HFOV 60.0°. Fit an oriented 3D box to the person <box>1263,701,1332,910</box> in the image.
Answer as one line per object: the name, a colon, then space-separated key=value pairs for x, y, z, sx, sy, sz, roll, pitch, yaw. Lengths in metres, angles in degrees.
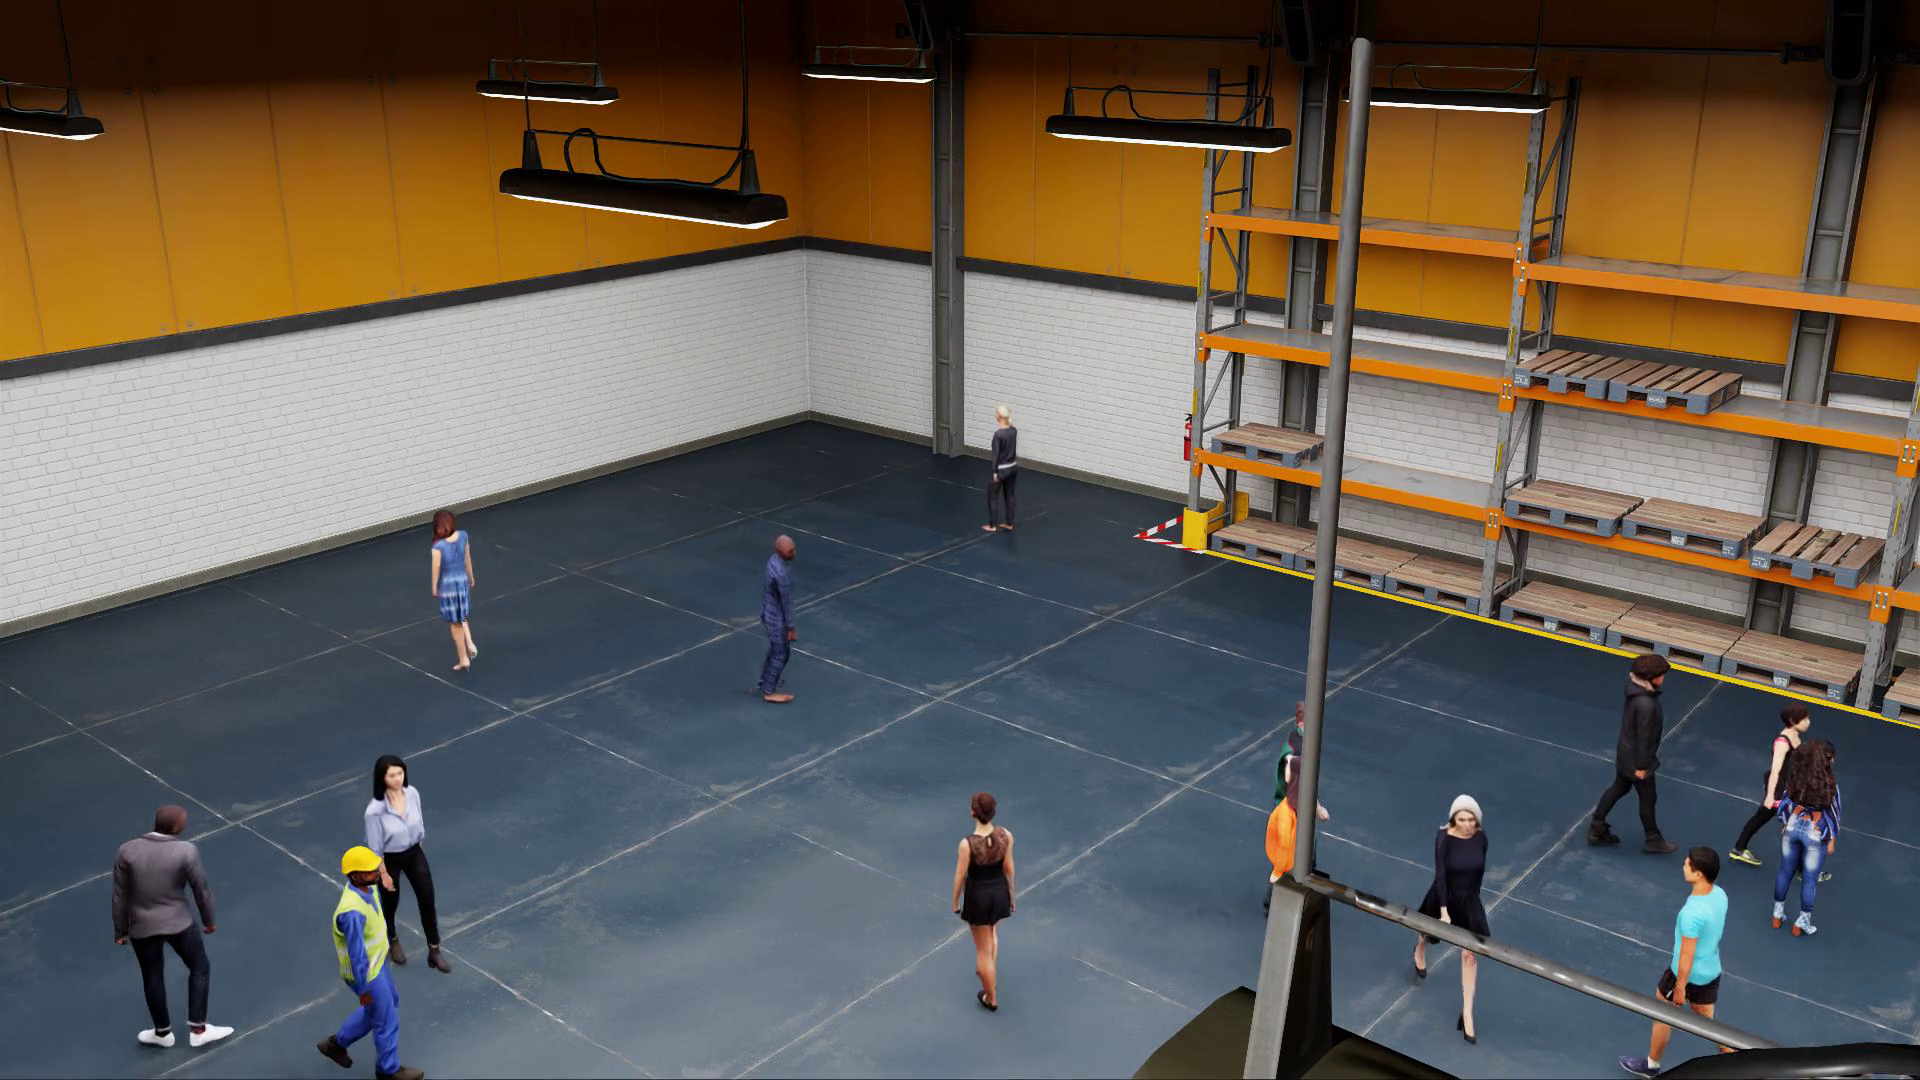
person: x=2.558 y=2.095 z=12.852 sx=0.826 sy=1.813 sz=0.779 roll=2 pitch=19 yaw=7

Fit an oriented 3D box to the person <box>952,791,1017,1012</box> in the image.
person: x=0.217 y=2.567 z=11.685 sx=0.727 sy=1.662 sz=0.800 roll=-9 pitch=20 yaw=-24

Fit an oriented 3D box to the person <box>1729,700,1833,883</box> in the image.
person: x=6.615 y=2.017 z=13.555 sx=1.007 sy=1.511 sz=0.607 roll=12 pitch=22 yaw=33

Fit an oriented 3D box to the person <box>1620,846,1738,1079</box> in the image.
person: x=4.847 y=2.837 z=10.754 sx=0.735 sy=1.745 sz=1.128 roll=-18 pitch=25 yaw=-42

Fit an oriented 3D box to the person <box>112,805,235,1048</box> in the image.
person: x=-5.442 y=2.642 z=11.270 sx=0.886 sy=1.785 sz=0.862 roll=-11 pitch=21 yaw=-29

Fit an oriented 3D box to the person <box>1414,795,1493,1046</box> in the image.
person: x=3.408 y=2.554 z=11.686 sx=1.114 sy=1.686 sz=1.225 roll=-3 pitch=19 yaw=-9

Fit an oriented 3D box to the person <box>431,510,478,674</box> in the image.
person: x=-5.236 y=0.558 z=17.441 sx=0.759 sy=1.797 sz=0.746 roll=10 pitch=21 yaw=26

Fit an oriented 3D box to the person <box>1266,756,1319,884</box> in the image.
person: x=2.430 y=2.365 z=12.149 sx=0.563 sy=1.748 sz=0.628 roll=13 pitch=23 yaw=34

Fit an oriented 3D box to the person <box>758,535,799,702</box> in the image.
person: x=-1.883 y=0.789 z=16.781 sx=0.917 sy=1.780 sz=0.811 roll=-10 pitch=21 yaw=-27

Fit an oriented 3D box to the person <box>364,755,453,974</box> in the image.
person: x=-4.180 y=2.358 z=12.220 sx=0.884 sy=1.718 sz=0.664 roll=17 pitch=25 yaw=41

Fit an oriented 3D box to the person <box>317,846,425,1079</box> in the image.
person: x=-3.930 y=2.790 z=10.819 sx=1.013 sy=1.793 sz=0.976 roll=-4 pitch=19 yaw=-11

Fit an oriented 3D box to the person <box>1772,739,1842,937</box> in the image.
person: x=6.462 y=2.252 z=12.697 sx=0.722 sy=1.614 sz=0.576 roll=-12 pitch=22 yaw=-32

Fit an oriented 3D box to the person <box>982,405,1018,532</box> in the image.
person: x=0.631 y=-0.947 z=22.029 sx=0.669 sy=1.721 sz=0.660 roll=-16 pitch=24 yaw=-40

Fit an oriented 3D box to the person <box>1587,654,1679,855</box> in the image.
person: x=5.570 y=1.784 z=13.869 sx=1.073 sy=1.752 sz=0.959 roll=1 pitch=19 yaw=3
